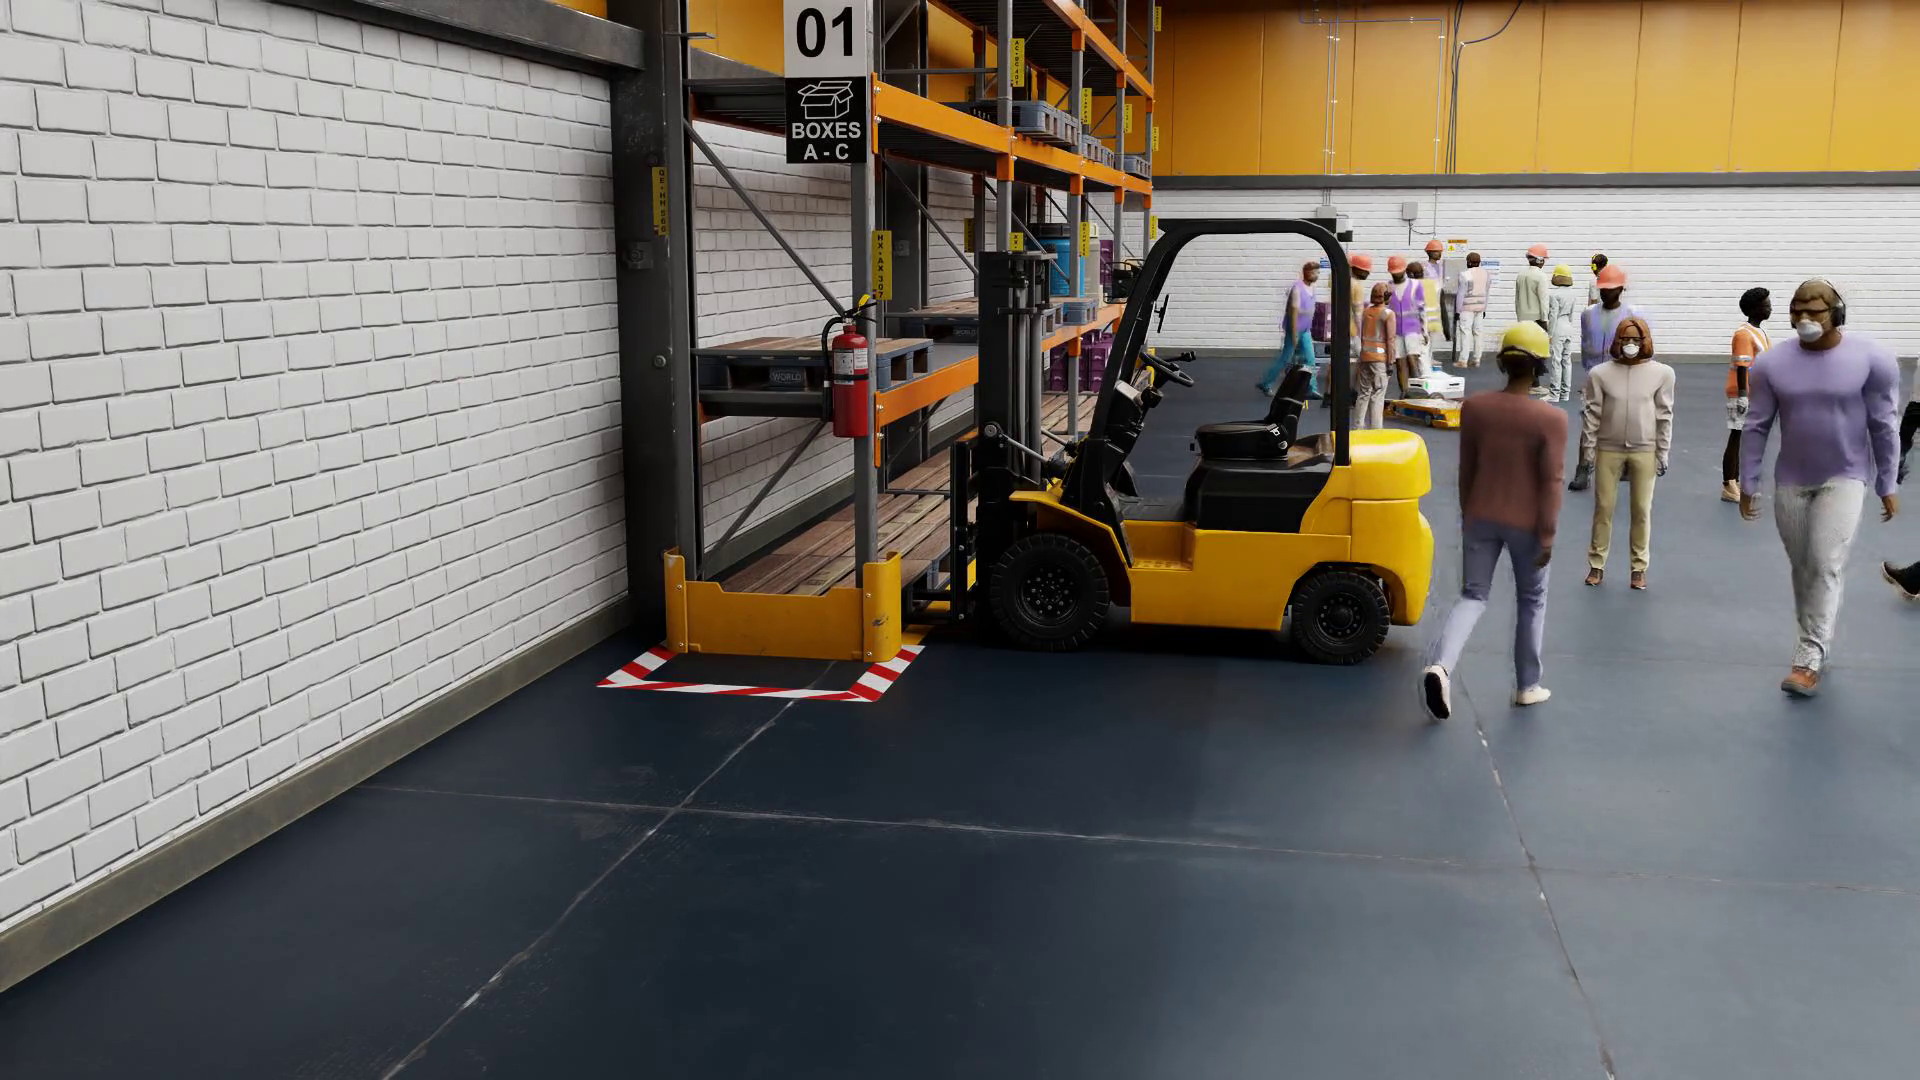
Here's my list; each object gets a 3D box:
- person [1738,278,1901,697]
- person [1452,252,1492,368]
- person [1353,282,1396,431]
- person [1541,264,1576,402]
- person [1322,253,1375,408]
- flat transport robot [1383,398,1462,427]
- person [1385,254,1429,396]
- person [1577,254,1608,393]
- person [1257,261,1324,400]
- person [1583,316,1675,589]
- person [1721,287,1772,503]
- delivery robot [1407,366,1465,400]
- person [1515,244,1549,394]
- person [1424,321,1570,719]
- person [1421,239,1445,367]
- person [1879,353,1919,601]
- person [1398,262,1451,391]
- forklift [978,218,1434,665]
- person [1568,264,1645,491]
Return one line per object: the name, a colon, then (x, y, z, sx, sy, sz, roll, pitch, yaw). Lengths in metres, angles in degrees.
person: (3.918, -0.244, 7.680, 0.878, 1.895, 0.644, -10, 14, -43)
person: (8.200, -3.689, 26.716, 0.626, 1.844, 0.429, -5, 11, -24)
person: (4.275, -1.825, 17.088, 0.319, 1.629, 0.515, -5, 11, -24)
person: (7.630, -2.637, 21.216, 0.493, 1.743, 0.295, -8, 13, -37)
person: (4.756, -2.522, 20.174, 0.667, 1.892, 0.577, -1, 10, -4)
flat transport robot: (5.363, -1.440, 18.692, 0.652, 0.197, 1.431, -3, 11, -17)
person: (5.341, -2.499, 20.081, 0.606, 1.880, 0.573, 5, 11, 24)
person: (8.528, -2.888, 22.265, 0.517, 1.865, 0.328, -8, 13, -36)
person: (4.328, -2.712, 21.526, 0.948, 1.794, 0.562, 9, 14, 41)
person: (3.972, -0.517, 9.926, 0.493, 1.624, 0.280, 4, 11, 21)
person: (6.236, -1.144, 13.152, 0.315, 1.699, 0.540, 8, 13, 37)
delivery robot: (5.669, -1.829, 19.792, 0.707, 0.478, 0.477, -7, 12, -32)
person: (7.662, -2.951, 22.250, 0.379, 1.994, 0.611, -3, 11, -18)
person: (2.352, -0.080, 7.230, 0.521, 1.736, 0.773, 9, 14, 42)
person: (7.622, -3.822, 26.881, 0.607, 2.048, 0.367, -10, 14, -44)
person: (5.399, -0.511, 9.098, 0.614, 1.908, 1.007, -2, 11, -12)
person: (5.931, -2.683, 21.418, 0.656, 1.763, 0.990, -3, 11, -18)
forklift: (1.285, -0.567, 8.635, 2.313, 2.155, 1.214, 2, 11, 11)
person: (5.468, -1.369, 13.936, 0.558, 1.876, 1.066, 9, 13, 39)
